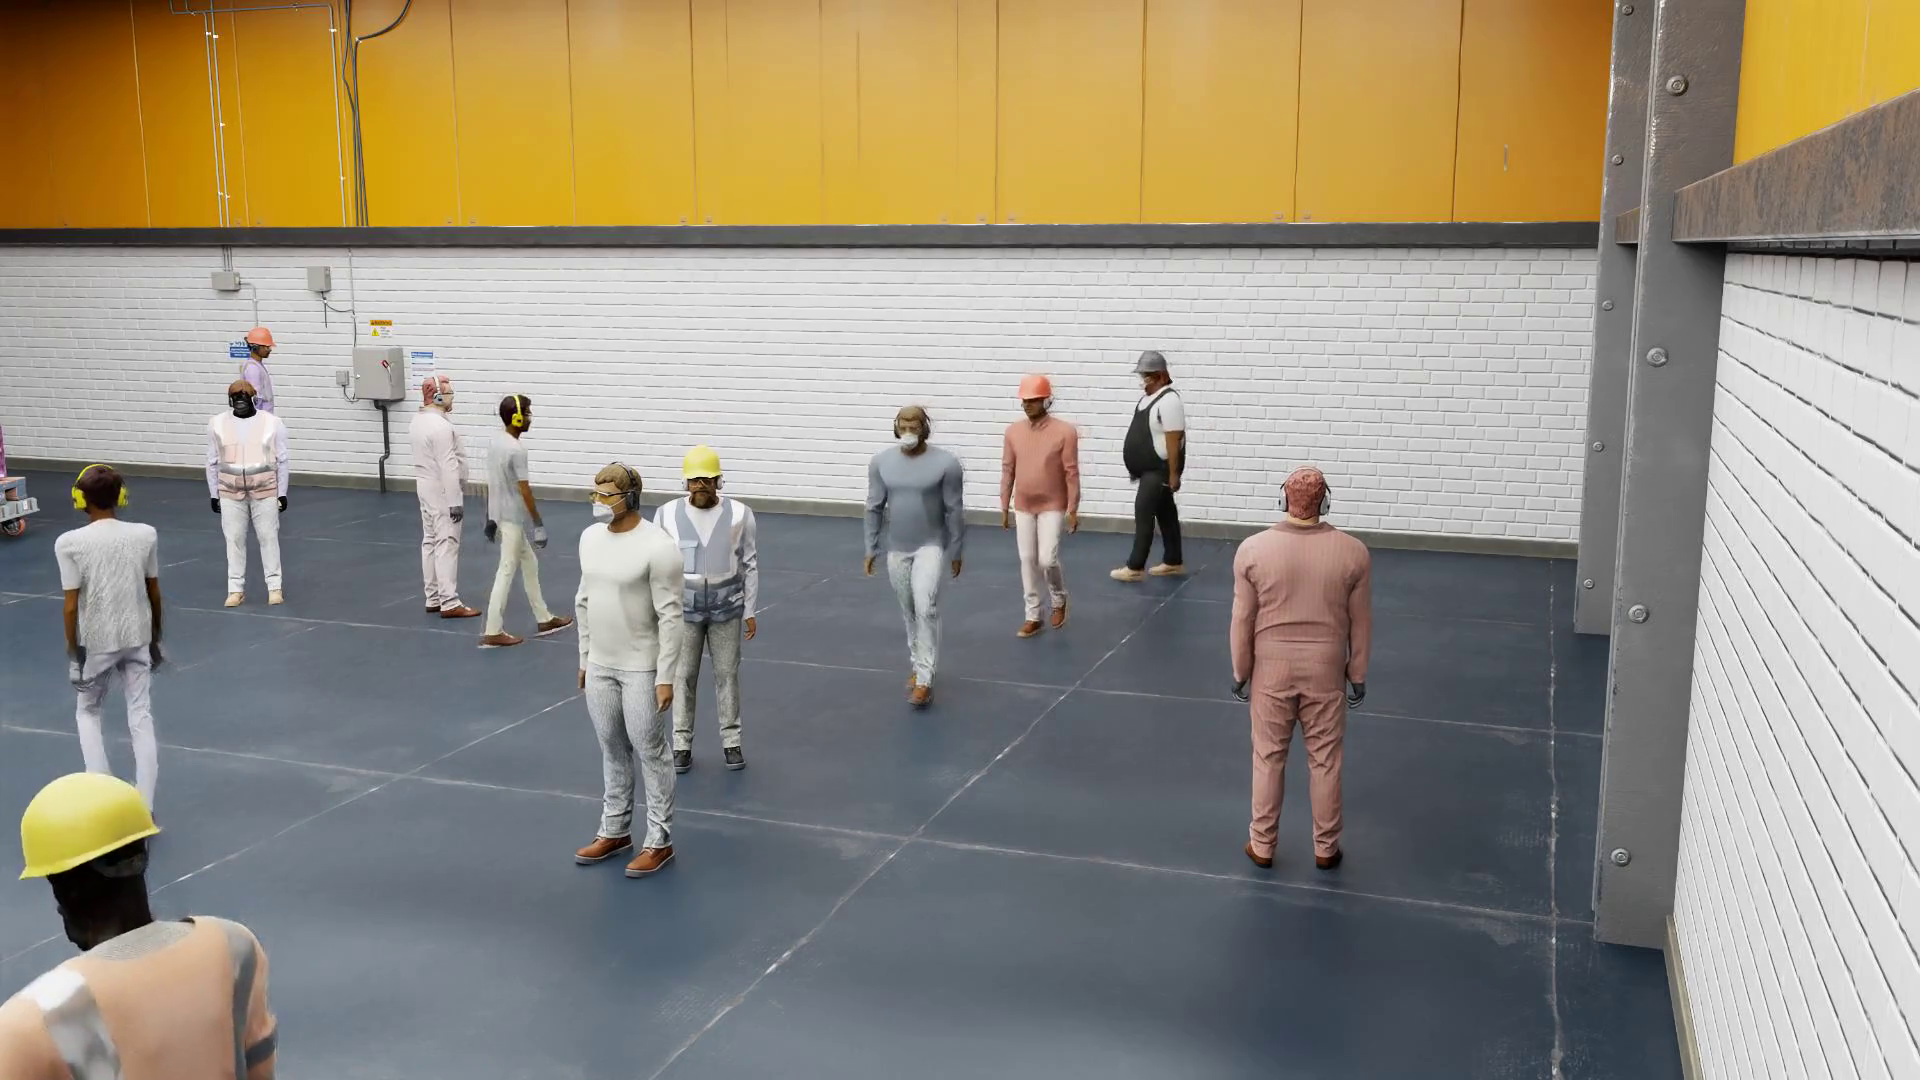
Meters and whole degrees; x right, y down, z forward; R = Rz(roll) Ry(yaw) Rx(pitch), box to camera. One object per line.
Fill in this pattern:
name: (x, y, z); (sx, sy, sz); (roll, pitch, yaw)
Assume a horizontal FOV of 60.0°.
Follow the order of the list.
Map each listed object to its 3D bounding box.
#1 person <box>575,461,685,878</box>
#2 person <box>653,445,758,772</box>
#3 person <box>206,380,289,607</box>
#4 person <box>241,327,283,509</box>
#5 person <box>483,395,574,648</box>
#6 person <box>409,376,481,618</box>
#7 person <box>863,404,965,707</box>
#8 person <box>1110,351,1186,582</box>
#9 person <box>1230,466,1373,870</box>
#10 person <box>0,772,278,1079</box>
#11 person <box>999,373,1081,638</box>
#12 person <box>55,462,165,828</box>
person: (-1.552, 0.601, 7.754); (0.627, 1.930, 0.372); (7, 12, 33)
person: (-1.416, 0.381, 9.257); (0.591, 1.833, 0.403); (-2, 10, -10)
person: (-5.779, -0.380, 13.521); (0.627, 1.844, 0.429); (-3, 10, -16)
person: (-7.685, -1.326, 18.324); (0.403, 2.030, 0.618); (-4, 11, -21)
person: (-3.174, -0.147, 12.224); (0.867, 1.833, 0.574); (-8, 13, -36)
person: (-4.067, -0.339, 13.107); (0.410, 1.909, 0.643); (-8, 13, -37)
person: (-0.327, 0.093, 10.665); (0.637, 1.902, 0.903); (4, 11, 20)
person: (1.620, -0.664, 14.557); (0.869, 2.000, 0.702); (-2, 10, -10)
person: (1.590, 0.603, 7.801); (0.651, 1.907, 0.409); (1, 10, 7)
person: (-1.592, 1.409, 3.284); (0.555, 1.900, 0.735); (4, 11, 21)
person: (0.577, -0.250, 12.379); (0.649, 1.980, 0.436); (5, 11, 28)
person: (-4.245, 0.534, 8.353); (0.504, 1.851, 0.577); (-9, 14, -42)
